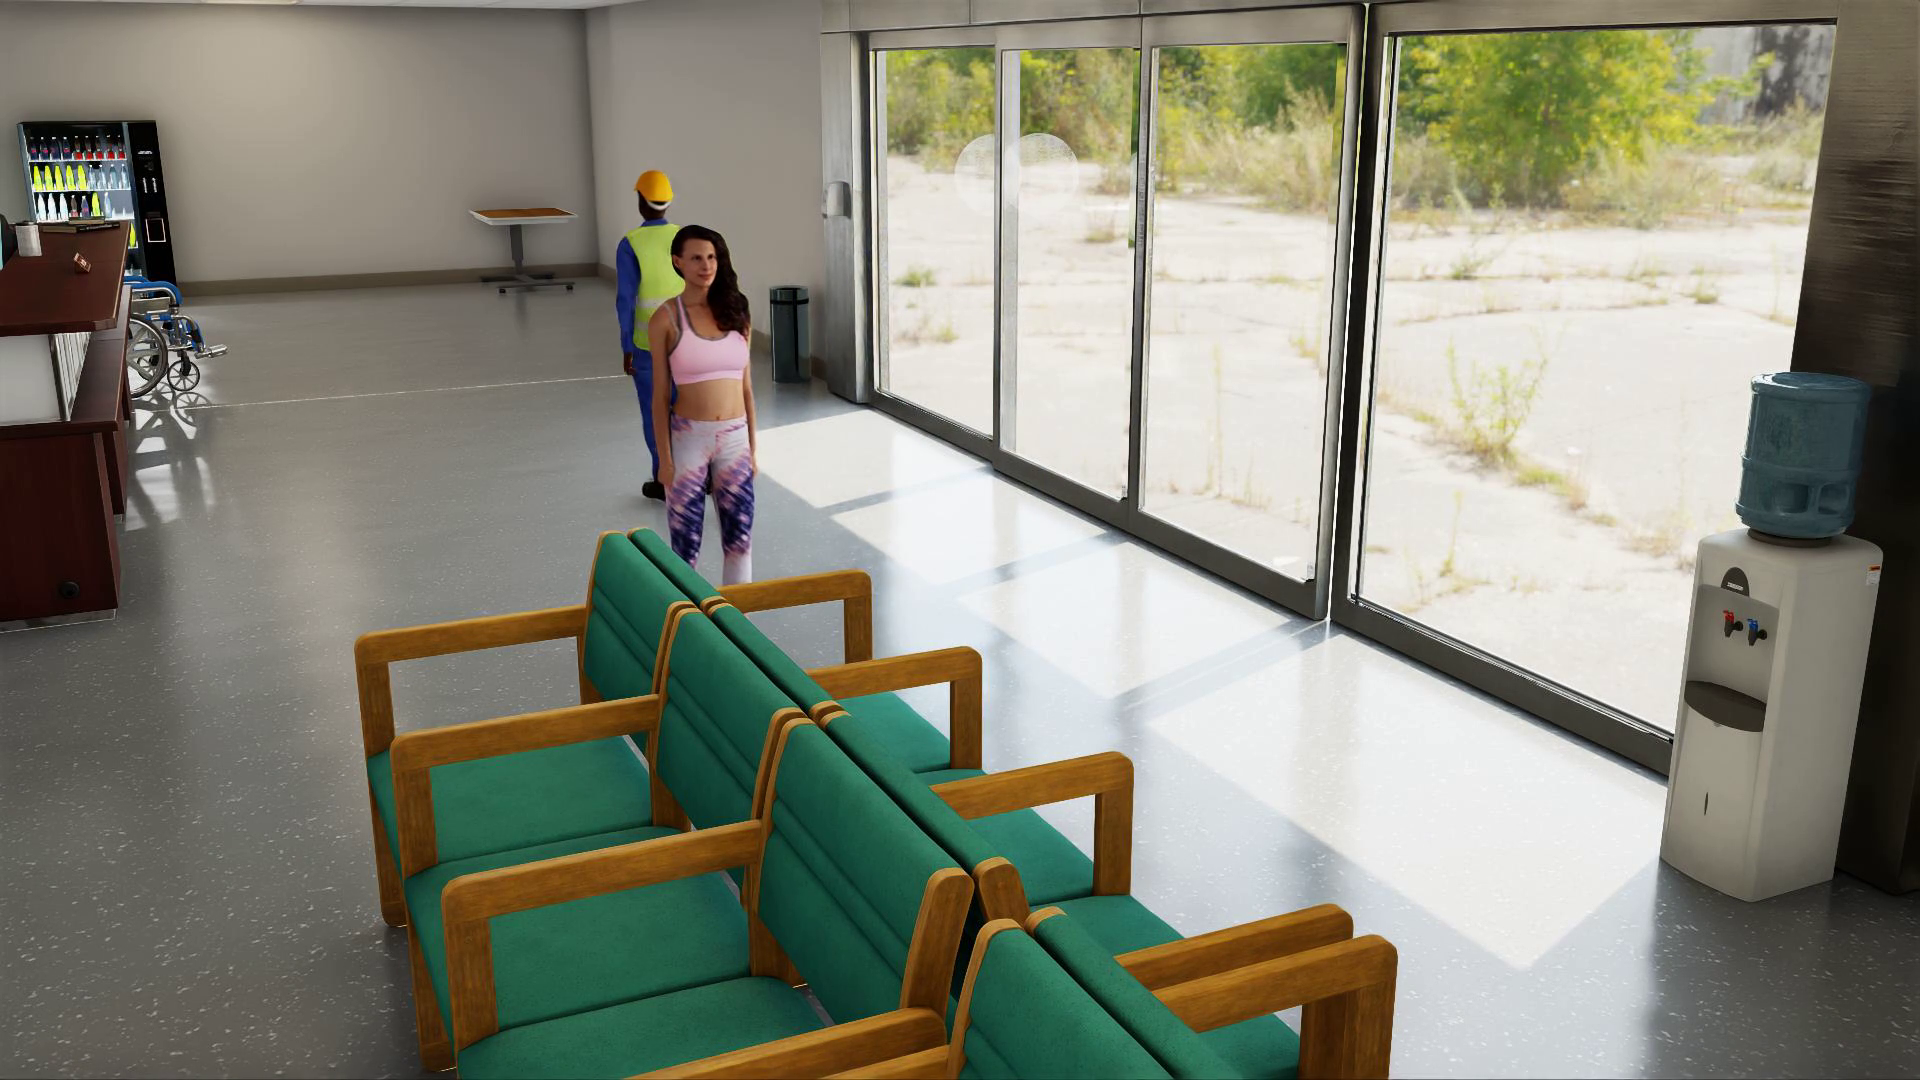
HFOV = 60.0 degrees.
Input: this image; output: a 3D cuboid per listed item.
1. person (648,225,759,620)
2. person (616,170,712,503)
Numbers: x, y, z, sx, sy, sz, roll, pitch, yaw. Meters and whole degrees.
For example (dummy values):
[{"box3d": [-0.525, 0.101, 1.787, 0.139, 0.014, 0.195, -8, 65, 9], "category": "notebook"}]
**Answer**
[{"box3d": [-0.982, -0.333, 6.454, 0.493, 1.767, 0.657, -10, 19, -31], "category": "person"}, {"box3d": [-1.569, -1.060, 8.968, 0.897, 1.801, 0.864, -13, 20, -38], "category": "person"}]
